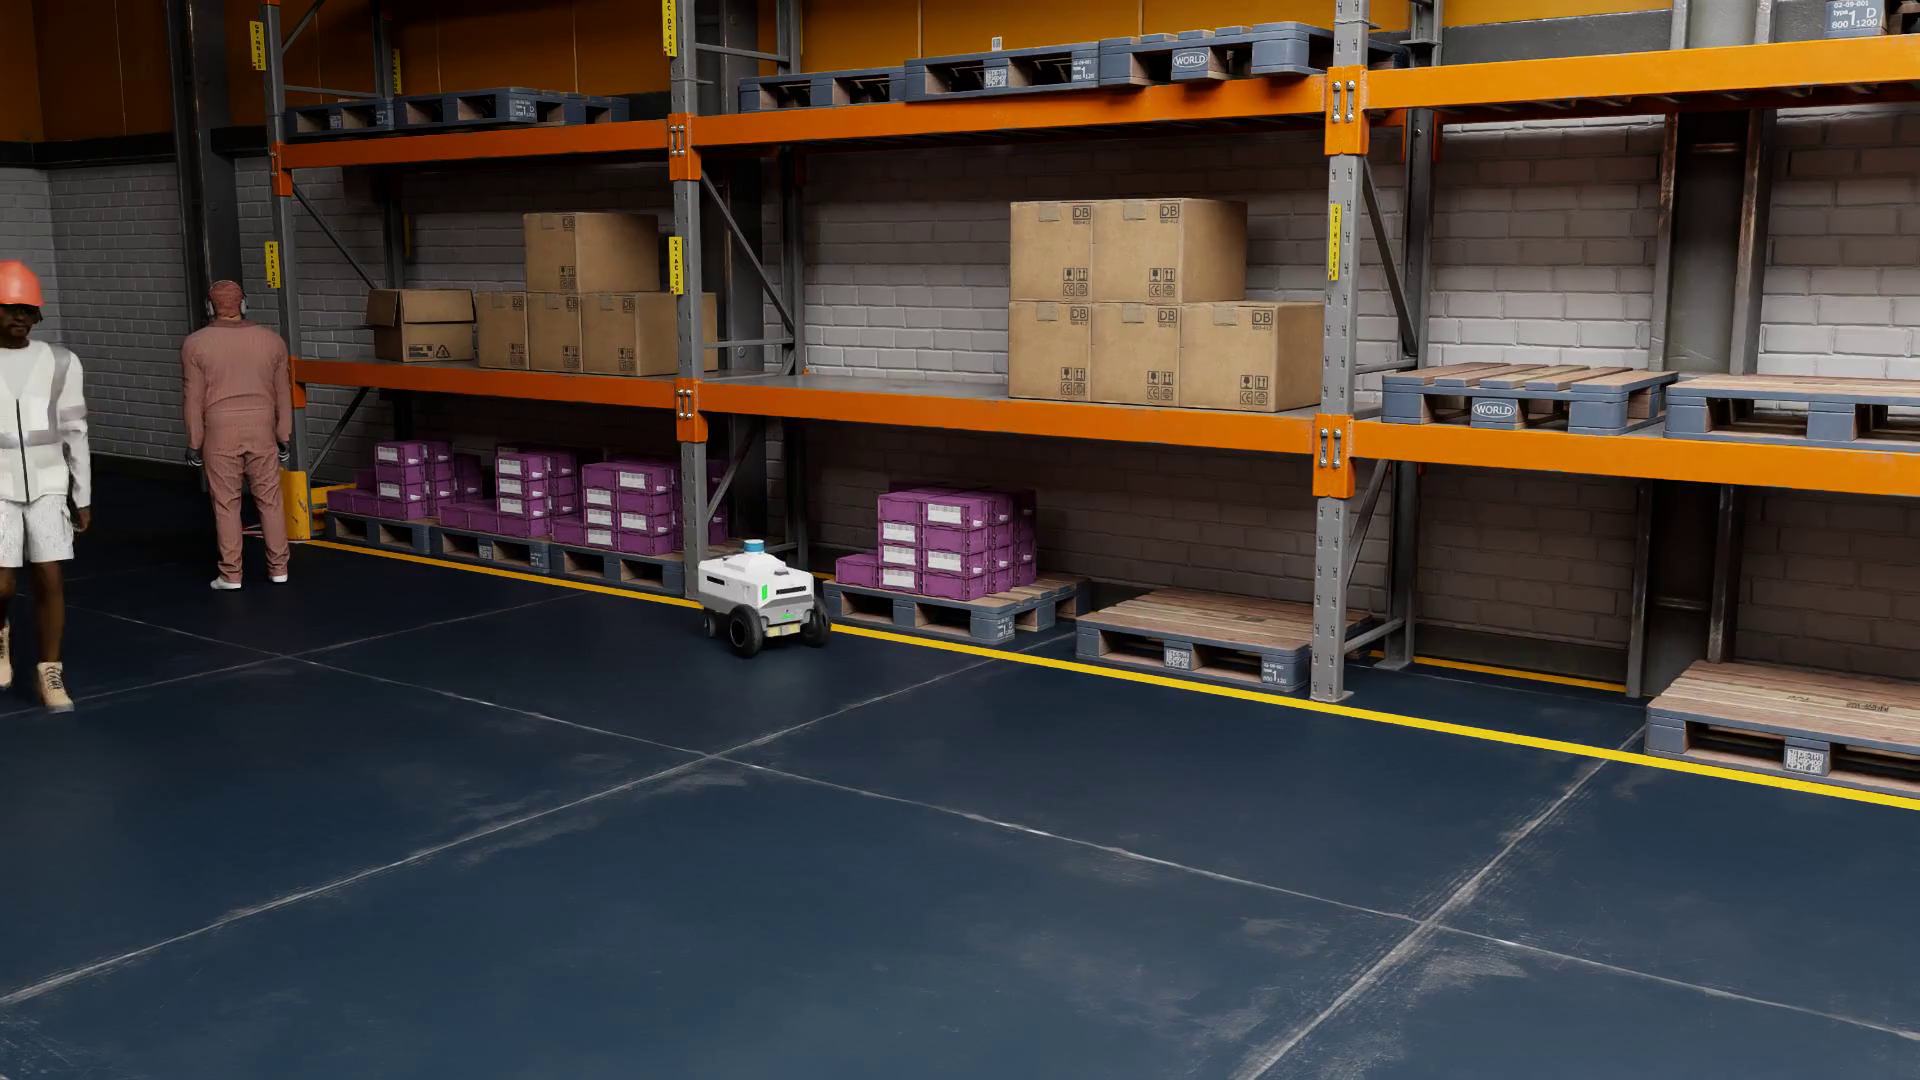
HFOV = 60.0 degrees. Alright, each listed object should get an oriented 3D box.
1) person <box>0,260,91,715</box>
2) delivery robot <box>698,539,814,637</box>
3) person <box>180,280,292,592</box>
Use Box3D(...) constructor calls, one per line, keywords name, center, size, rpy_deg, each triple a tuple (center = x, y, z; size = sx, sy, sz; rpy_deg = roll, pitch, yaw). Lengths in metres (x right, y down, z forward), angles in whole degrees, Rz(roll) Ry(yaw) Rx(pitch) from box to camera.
Box3D(name="person", center=(-4.228, -0.231, 7.456), size=(0.624, 2.027, 0.562), rpy_deg=(-9, 13, -42))
Box3D(name="delivery robot", center=(-1.079, 0.240, 8.746), size=(0.477, 0.478, 0.707), rpy_deg=(-8, 12, -38))
Box3D(name="person", center=(-4.452, -0.638, 10.245), size=(0.648, 1.904, 0.401), rpy_deg=(-8, 13, -41))
